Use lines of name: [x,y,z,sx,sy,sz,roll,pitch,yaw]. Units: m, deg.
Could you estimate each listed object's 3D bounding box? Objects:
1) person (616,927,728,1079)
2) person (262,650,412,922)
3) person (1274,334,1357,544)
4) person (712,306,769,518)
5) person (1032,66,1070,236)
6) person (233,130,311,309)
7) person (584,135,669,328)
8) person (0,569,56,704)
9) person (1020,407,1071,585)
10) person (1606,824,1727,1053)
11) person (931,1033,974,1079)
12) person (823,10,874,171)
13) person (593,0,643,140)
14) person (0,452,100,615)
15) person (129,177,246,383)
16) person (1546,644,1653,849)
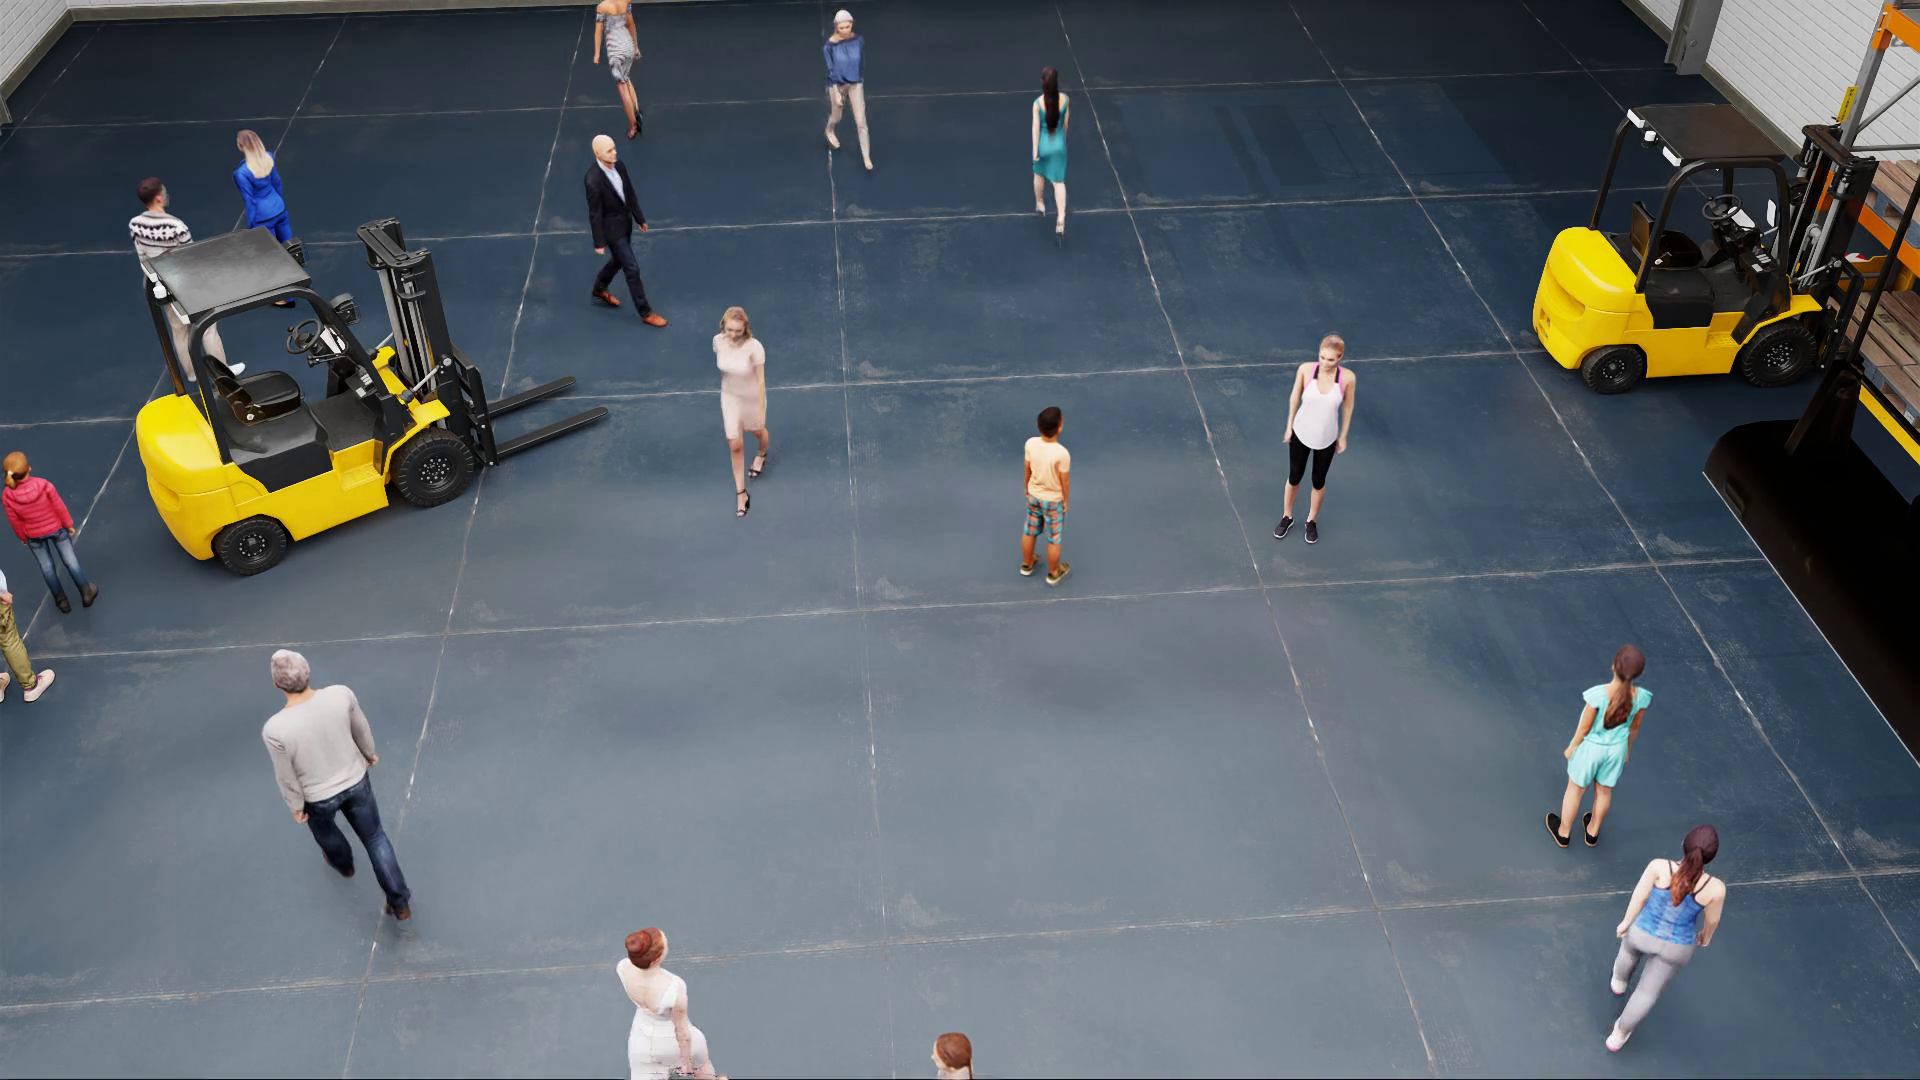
person: [-1.532,2.551,8.164,0.926,1.747,1.147,17,42,20]
person: [-3.515,1.442,9.452,1.181,1.873,1.326,-28,46,-30]
person: [2.628,-0.772,12.294,0.675,1.786,0.653,12,40,15]
person: [-1.634,-1.103,12.732,0.783,1.757,1.095,13,40,15]
person: [0.906,-3.747,16.124,0.614,1.655,1.045,-7,39,-8]
person: [-6.241,-2.915,15.047,0.759,1.700,0.635,14,41,17]
person: [-3.117,-2.798,14.842,1.071,1.773,1.166,14,41,17]
person: [-6.495,0.334,10.890,0.673,1.810,0.548,-2,39,-3]
person: [0.617,-0.322,11.992,0.592,1.460,0.630,20,43,23]
person: [3.685,2.146,8.797,0.876,1.590,0.978,21,43,24]
person: [-0.007,2.833,8.254,0.581,1.194,0.461,5,39,6]
person: [-1.237,-4.734,17.353,0.822,1.663,1.160,-16,41,-19]
person: [-3.551,-5.137,17.740,0.813,1.811,0.750,25,45,28]
person: [-6.480,-0.057,11.775,0.575,1.317,0.573,-16,41,-20]
person: [-6.558,-2.157,13.970,0.731,1.859,0.652,5,39,7]
person: [3.836,1.236,9.963,0.568,1.558,0.548,1,39,1]
